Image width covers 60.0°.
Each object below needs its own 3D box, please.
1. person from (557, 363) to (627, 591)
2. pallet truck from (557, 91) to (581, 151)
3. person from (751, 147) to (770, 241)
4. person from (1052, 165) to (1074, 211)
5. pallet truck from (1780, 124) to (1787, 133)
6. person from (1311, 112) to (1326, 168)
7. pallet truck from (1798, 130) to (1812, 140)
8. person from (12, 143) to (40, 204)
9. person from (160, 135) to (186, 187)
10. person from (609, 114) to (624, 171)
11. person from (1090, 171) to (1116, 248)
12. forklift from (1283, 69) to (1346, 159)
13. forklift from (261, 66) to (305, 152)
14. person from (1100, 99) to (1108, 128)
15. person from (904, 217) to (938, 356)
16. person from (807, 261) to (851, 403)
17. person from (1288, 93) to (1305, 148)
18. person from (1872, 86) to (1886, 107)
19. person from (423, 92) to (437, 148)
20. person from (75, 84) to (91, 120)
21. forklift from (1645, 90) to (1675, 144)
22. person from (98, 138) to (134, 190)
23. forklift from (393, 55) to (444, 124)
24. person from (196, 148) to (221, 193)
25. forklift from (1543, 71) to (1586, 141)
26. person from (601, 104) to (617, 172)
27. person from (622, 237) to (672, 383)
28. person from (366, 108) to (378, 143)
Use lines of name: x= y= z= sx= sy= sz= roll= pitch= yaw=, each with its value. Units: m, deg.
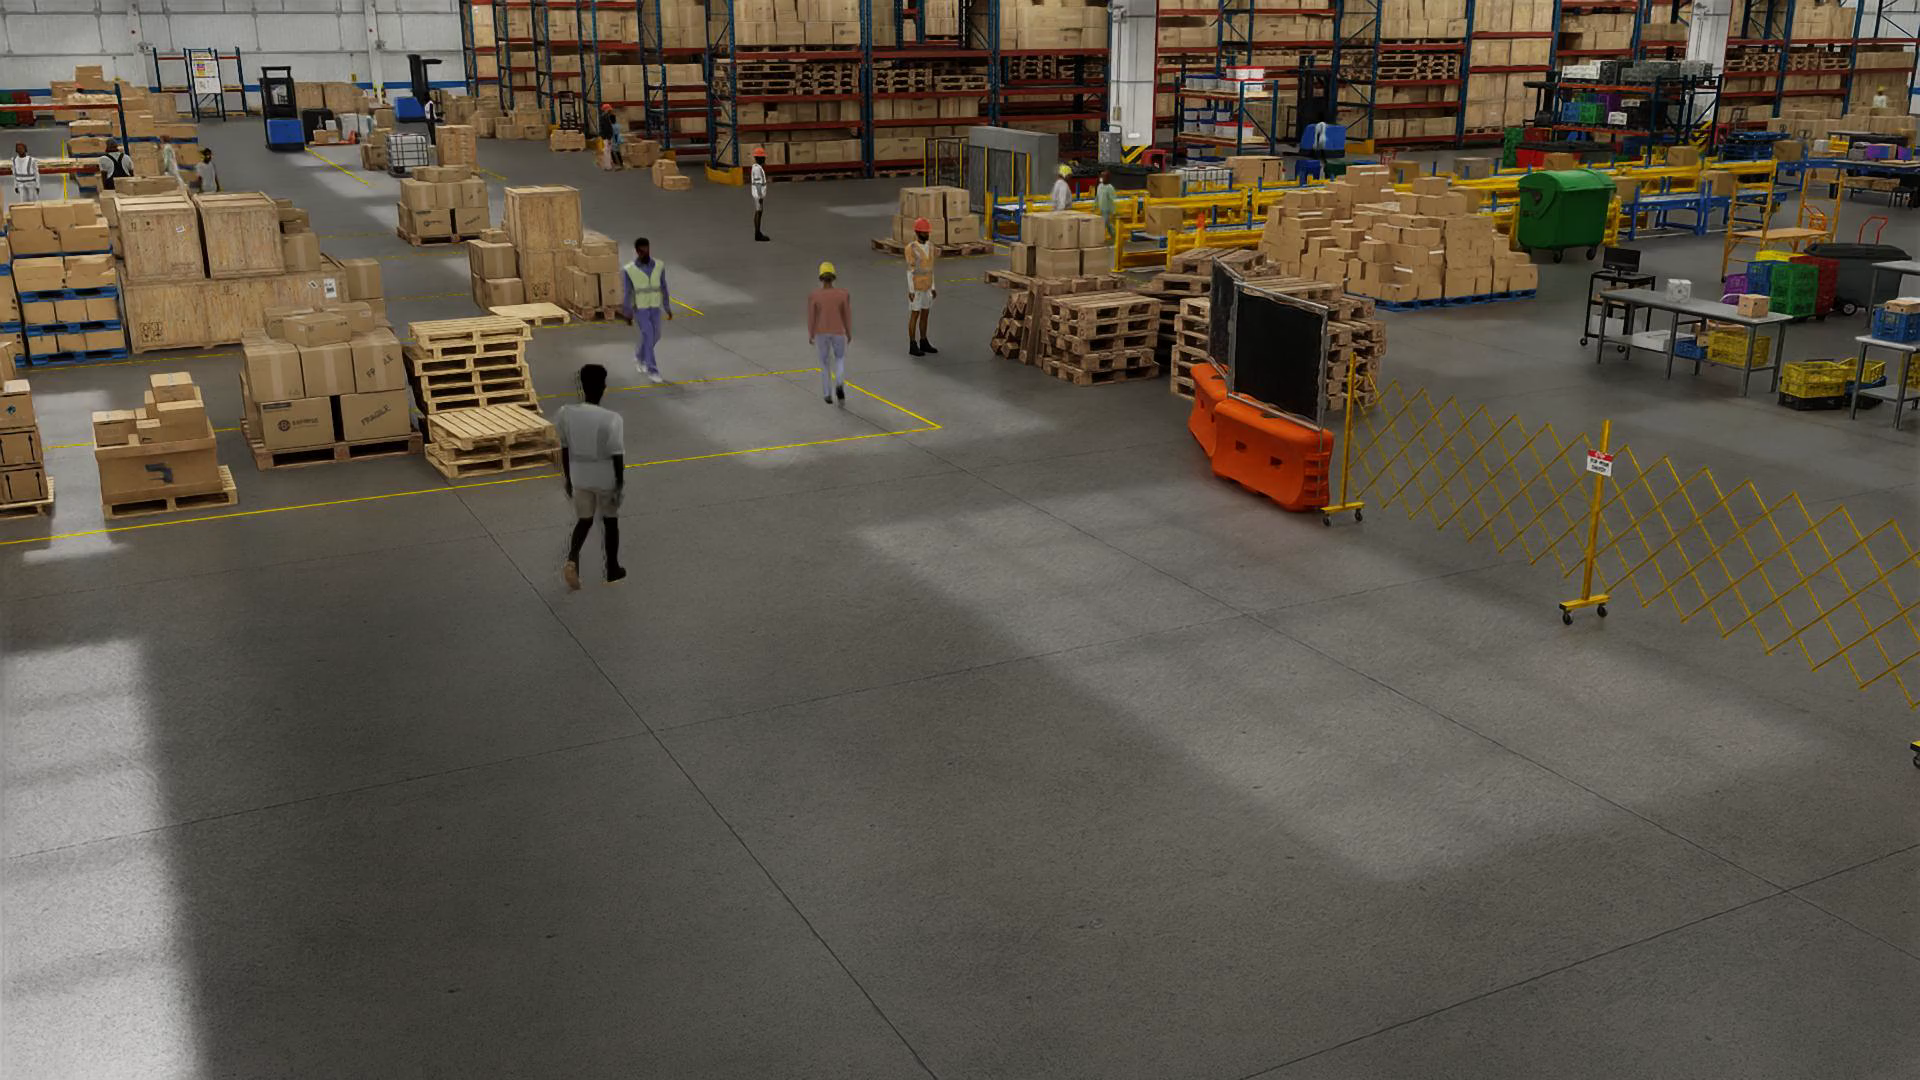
person: x=-3.086 y=-0.506 z=13.913 sx=0.625 sy=1.950 sz=0.698 roll=5 pitch=18 yaw=14
pallet truck: x=-13.495 y=-14.412 z=57.188 sx=0.823 sy=1.965 sz=1.885 roll=-3 pitch=18 yaw=-9
person: x=-4.213 y=-7.283 z=35.060 sx=0.358 sy=1.938 sz=0.542 roll=-3 pitch=18 yaw=-9
person: x=2.062 y=-6.509 z=32.897 sx=0.921 sy=1.785 sz=0.603 roll=-4 pitch=18 yaw=-12
pallet truck: x=25.206 y=-12.542 z=52.601 sx=1.601 sy=1.201 sz=0.680 roll=0 pitch=18 yaw=-2
person: x=10.933 y=-12.237 z=50.928 sx=0.752 sy=1.661 sz=0.546 roll=14 pitch=22 yaw=37
pallet truck: x=25.526 y=-11.556 z=49.408 sx=1.630 sy=1.274 sz=0.653 roll=-9 pitch=20 yaw=-26
person: x=-20.773 y=-7.884 z=37.019 sx=0.579 sy=1.884 sz=0.352 roll=1 pitch=18 yaw=2
person: x=-20.479 y=-9.657 z=42.997 sx=0.889 sy=1.587 sz=0.534 roll=-9 pitch=20 yaw=-27
person: x=-10.400 y=-11.939 z=49.993 sx=0.559 sy=1.663 sz=0.572 roll=-5 pitch=18 yaw=-15
person: x=2.936 y=-6.695 z=33.799 sx=0.871 sy=1.589 sz=0.502 roll=-9 pitch=20 yaw=-26
forklift: x=11.615 y=-13.871 z=54.079 sx=1.129 sy=2.768 sz=1.873 roll=-9 pitch=20 yaw=-27
forklift: x=-23.240 y=-14.778 z=56.907 sx=1.129 sy=2.768 sz=1.873 roll=-9 pitch=20 yaw=-26
person: x=5.368 y=-15.548 z=61.017 sx=0.656 sy=1.815 sz=0.727 roll=-12 pitch=22 yaw=-34
person: x=-0.532 y=-3.583 z=23.524 sx=0.355 sy=1.939 sz=0.543 roll=14 pitch=22 yaw=37
person: x=-1.627 y=-2.580 z=20.676 sx=0.544 sy=1.754 sz=0.364 roll=-3 pitch=18 yaw=-9
person: x=12.034 y=-14.699 z=58.282 sx=1.028 sy=1.869 sz=0.552 roll=-7 pitch=19 yaw=-21
person: x=36.133 y=-16.956 z=65.495 sx=0.364 sy=1.754 sz=0.545 roll=-10 pitch=20 yaw=-28
person: x=-18.618 y=-14.782 z=58.484 sx=0.391 sy=1.912 sz=0.589 roll=-11 pitch=21 yaw=-32
person: x=-33.716 y=-16.578 z=64.073 sx=0.578 sy=1.908 sz=0.808 roll=14 pitch=22 yaw=36
forklift: x=23.894 y=-14.796 z=56.962 sx=1.873 sy=2.768 sz=1.129 roll=-9 pitch=20 yaw=-26
person: x=-18.453 y=-7.772 z=36.417 sx=0.683 sy=2.000 sz=0.536 roll=-15 pitch=23 yaw=-40
forklift: x=-22.923 y=-19.034 z=70.174 sx=1.873 sy=2.768 sz=1.129 roll=-9 pitch=20 yaw=-26
person: x=-16.264 y=-7.545 z=36.009 sx=0.487 sy=1.856 sz=0.559 roll=9 pitch=20 yaw=26
forklift: x=18.685 y=-13.231 z=52.085 sx=1.873 sy=2.768 sz=1.129 roll=-9 pitch=20 yaw=-26
person: x=-10.520 y=-12.007 z=49.691 sx=0.378 sy=1.996 sz=0.610 roll=-7 pitch=19 yaw=-21
person: x=-4.166 y=-3.072 z=22.015 sx=0.595 sy=1.891 sz=0.821 roll=-15 pitch=23 yaw=-39
person: x=-19.339 y=-13.391 z=54.652 sx=0.855 sy=1.604 sz=0.516 roll=4 pitch=18 yaw=13
